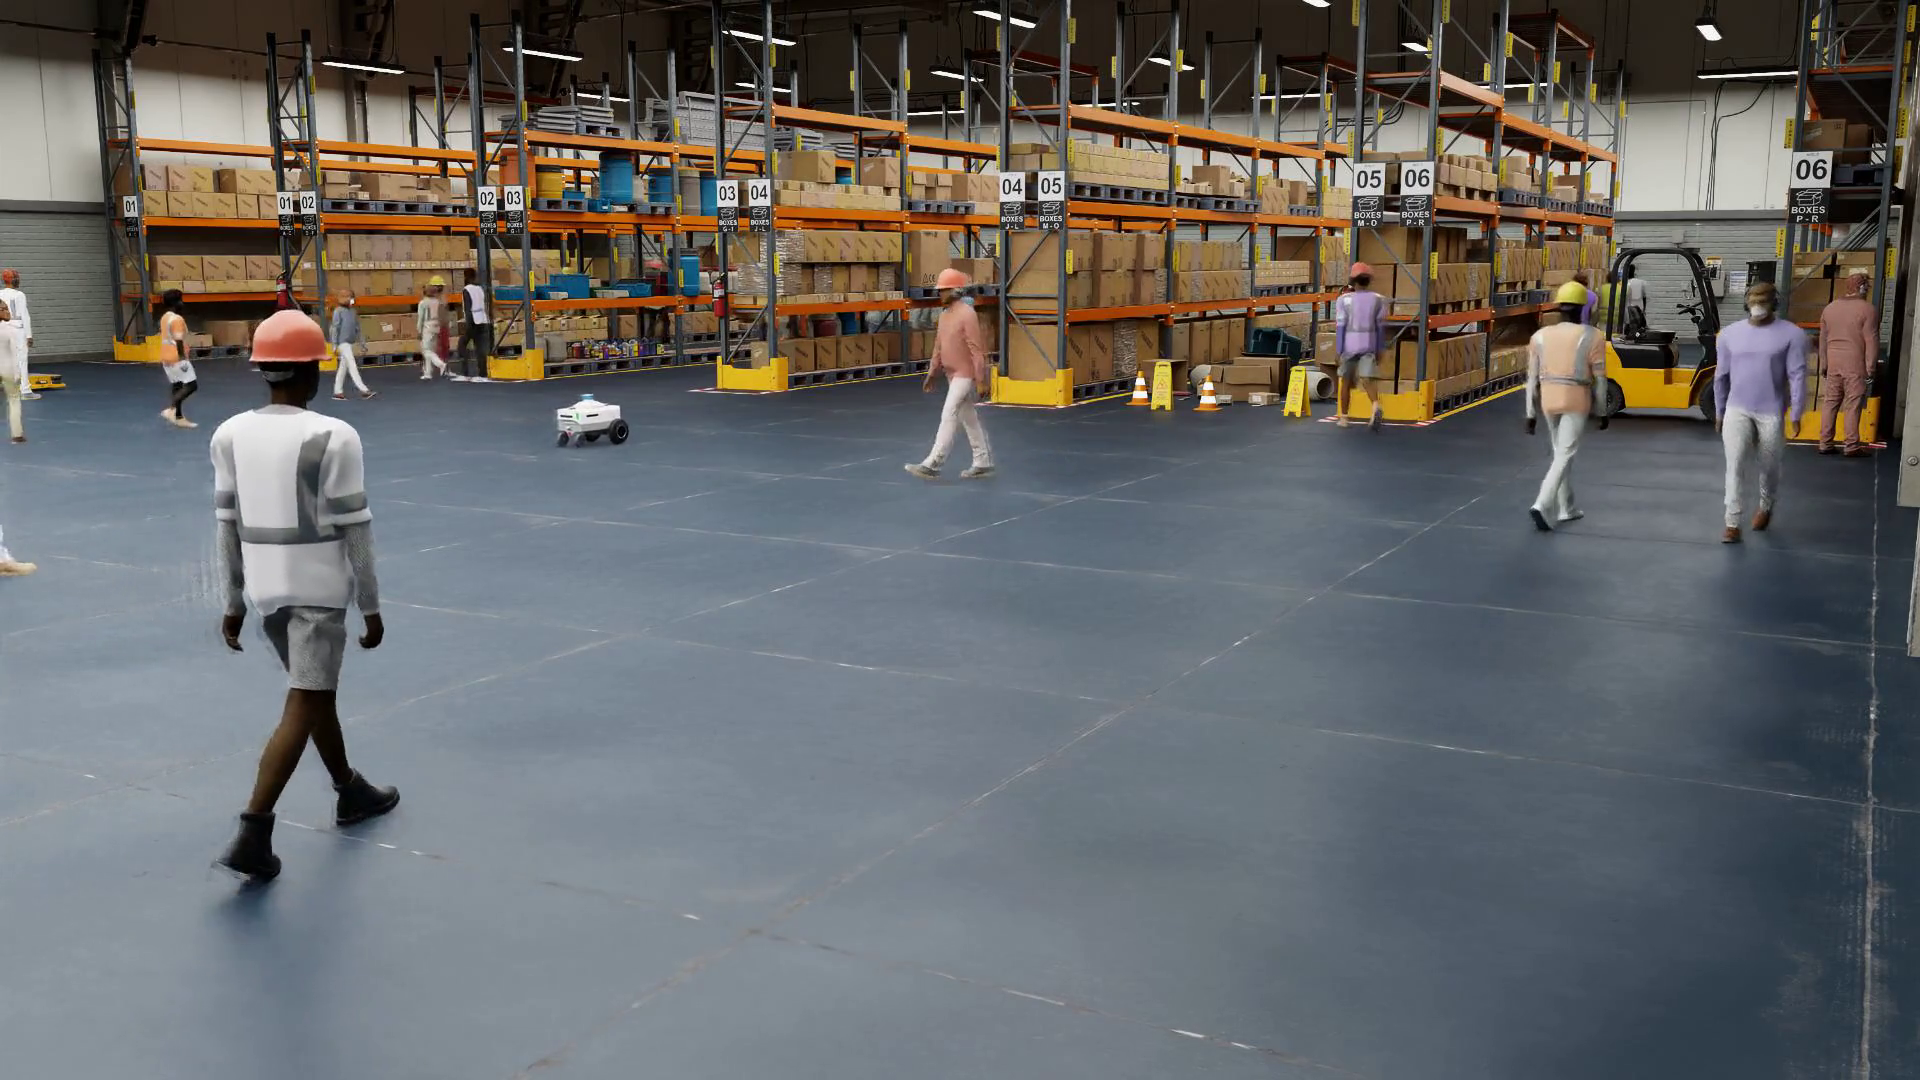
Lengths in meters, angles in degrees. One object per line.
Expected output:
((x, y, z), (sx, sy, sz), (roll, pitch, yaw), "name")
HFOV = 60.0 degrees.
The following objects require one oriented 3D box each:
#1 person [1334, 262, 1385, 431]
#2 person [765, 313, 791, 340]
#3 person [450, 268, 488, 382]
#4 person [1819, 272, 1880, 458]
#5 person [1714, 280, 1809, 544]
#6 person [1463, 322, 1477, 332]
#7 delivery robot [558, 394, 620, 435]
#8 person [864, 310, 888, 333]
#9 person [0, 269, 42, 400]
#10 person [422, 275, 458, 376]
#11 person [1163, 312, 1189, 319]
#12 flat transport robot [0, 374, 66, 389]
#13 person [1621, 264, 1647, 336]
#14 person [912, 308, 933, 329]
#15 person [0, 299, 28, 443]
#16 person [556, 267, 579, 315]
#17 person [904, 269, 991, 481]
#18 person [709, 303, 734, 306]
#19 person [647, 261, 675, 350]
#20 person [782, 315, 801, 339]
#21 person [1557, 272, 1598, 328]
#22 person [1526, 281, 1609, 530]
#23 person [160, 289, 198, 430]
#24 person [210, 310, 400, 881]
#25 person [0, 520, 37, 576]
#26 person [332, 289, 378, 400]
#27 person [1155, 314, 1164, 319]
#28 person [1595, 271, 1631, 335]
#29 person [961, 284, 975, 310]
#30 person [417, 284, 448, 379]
((4.762, -2.283, 19.719), (0.615, 2.019, 0.890), (-1, 10, -8), "person")
((-3.425, -4.159, 31.227), (0.617, 1.818, 0.431), (6, 11, 32), "person")
((-8.120, -3.550, 27.479), (0.762, 1.876, 0.622), (2, 10, 11), "person")
((9.227, -1.808, 17.227), (0.402, 1.904, 0.652), (-4, 10, -22), "person")
((5.872, -0.952, 12.225), (0.642, 1.910, 0.918), (7, 12, 34), "person")
((12.178, -5.698, 39.728), (0.612, 1.997, 0.375), (-3, 10, -19), "person")
((-4.070, -1.357, 18.253), (0.477, 0.478, 0.707), (6, 11, 32), "delivery robot")
((-1.639, -4.339, 32.533), (0.499, 1.726, 0.373), (5, 11, 25), "person")
((-13.659, -2.965, 24.055), (0.584, 1.884, 0.348), (3, 10, 18), "person")
((-9.015, -3.680, 28.638), (0.521, 1.749, 0.547), (4, 10, 21), "person")
((4.138, -4.292, 31.880), (0.532, 1.865, 0.310), (5, 11, 26), "person")
((-14.712, -2.482, 25.947), (1.431, 0.197, 0.652), (5, 11, 28), "flat transport robot")
((14.097, -4.813, 34.742), (0.671, 1.930, 0.891), (-1, 10, -6), "person")
((-0.891, -5.269, 37.521), (0.653, 1.886, 0.998), (5, 11, 28), "person")
((-10.558, -1.838, 18.245), (0.501, 1.613, 0.636), (-1, 10, -5), "person")
((-9.337, -5.580, 39.571), (0.620, 1.811, 0.476), (4, 11, 24), "person")
((-0.116, -1.510, 15.337), (1.005, 1.944, 0.641), (-4, 11, -23), "person")
((-6.213, -6.322, 43.417), (0.636, 1.981, 1.070), (5, 11, 27), "person")
((-6.614, -5.166, 36.695), (0.646, 1.962, 0.815), (5, 11, 26), "person")
((-3.375, -4.507, 33.260), (0.523, 1.824, 0.678), (5, 11, 26), "person")
((9.398, -3.157, 25.339), (0.559, 1.830, 0.453), (5, 11, 28), "person")
((4.604, -1.032, 12.742), (0.965, 1.892, 0.583), (-8, 13, -41), "person")
((-9.325, -2.147, 19.815), (0.370, 1.686, 0.550), (-8, 13, -41), "person")
((-2.280, 0.166, 5.691), (0.553, 1.898, 0.983), (3, 10, 16), "person")
((-6.411, -0.619, 10.526), (0.792, 1.822, 0.626), (-6, 11, -30), "person")
((-8.724, -2.804, 23.928), (0.818, 1.589, 0.526), (2, 10, 13), "person")
((4.567, -5.222, 36.813), (0.683, 2.000, 0.536), (4, 11, 24), "person")
((11.789, -3.956, 30.079), (0.670, 1.803, 0.879), (5, 11, 26), "person")
((0.016, -3.604, 28.378), (0.544, 1.680, 0.404), (7, 12, 37), "person")
((-8.889, -3.494, 27.951), (0.631, 1.620, 0.531), (4, 10, 21), "person")
